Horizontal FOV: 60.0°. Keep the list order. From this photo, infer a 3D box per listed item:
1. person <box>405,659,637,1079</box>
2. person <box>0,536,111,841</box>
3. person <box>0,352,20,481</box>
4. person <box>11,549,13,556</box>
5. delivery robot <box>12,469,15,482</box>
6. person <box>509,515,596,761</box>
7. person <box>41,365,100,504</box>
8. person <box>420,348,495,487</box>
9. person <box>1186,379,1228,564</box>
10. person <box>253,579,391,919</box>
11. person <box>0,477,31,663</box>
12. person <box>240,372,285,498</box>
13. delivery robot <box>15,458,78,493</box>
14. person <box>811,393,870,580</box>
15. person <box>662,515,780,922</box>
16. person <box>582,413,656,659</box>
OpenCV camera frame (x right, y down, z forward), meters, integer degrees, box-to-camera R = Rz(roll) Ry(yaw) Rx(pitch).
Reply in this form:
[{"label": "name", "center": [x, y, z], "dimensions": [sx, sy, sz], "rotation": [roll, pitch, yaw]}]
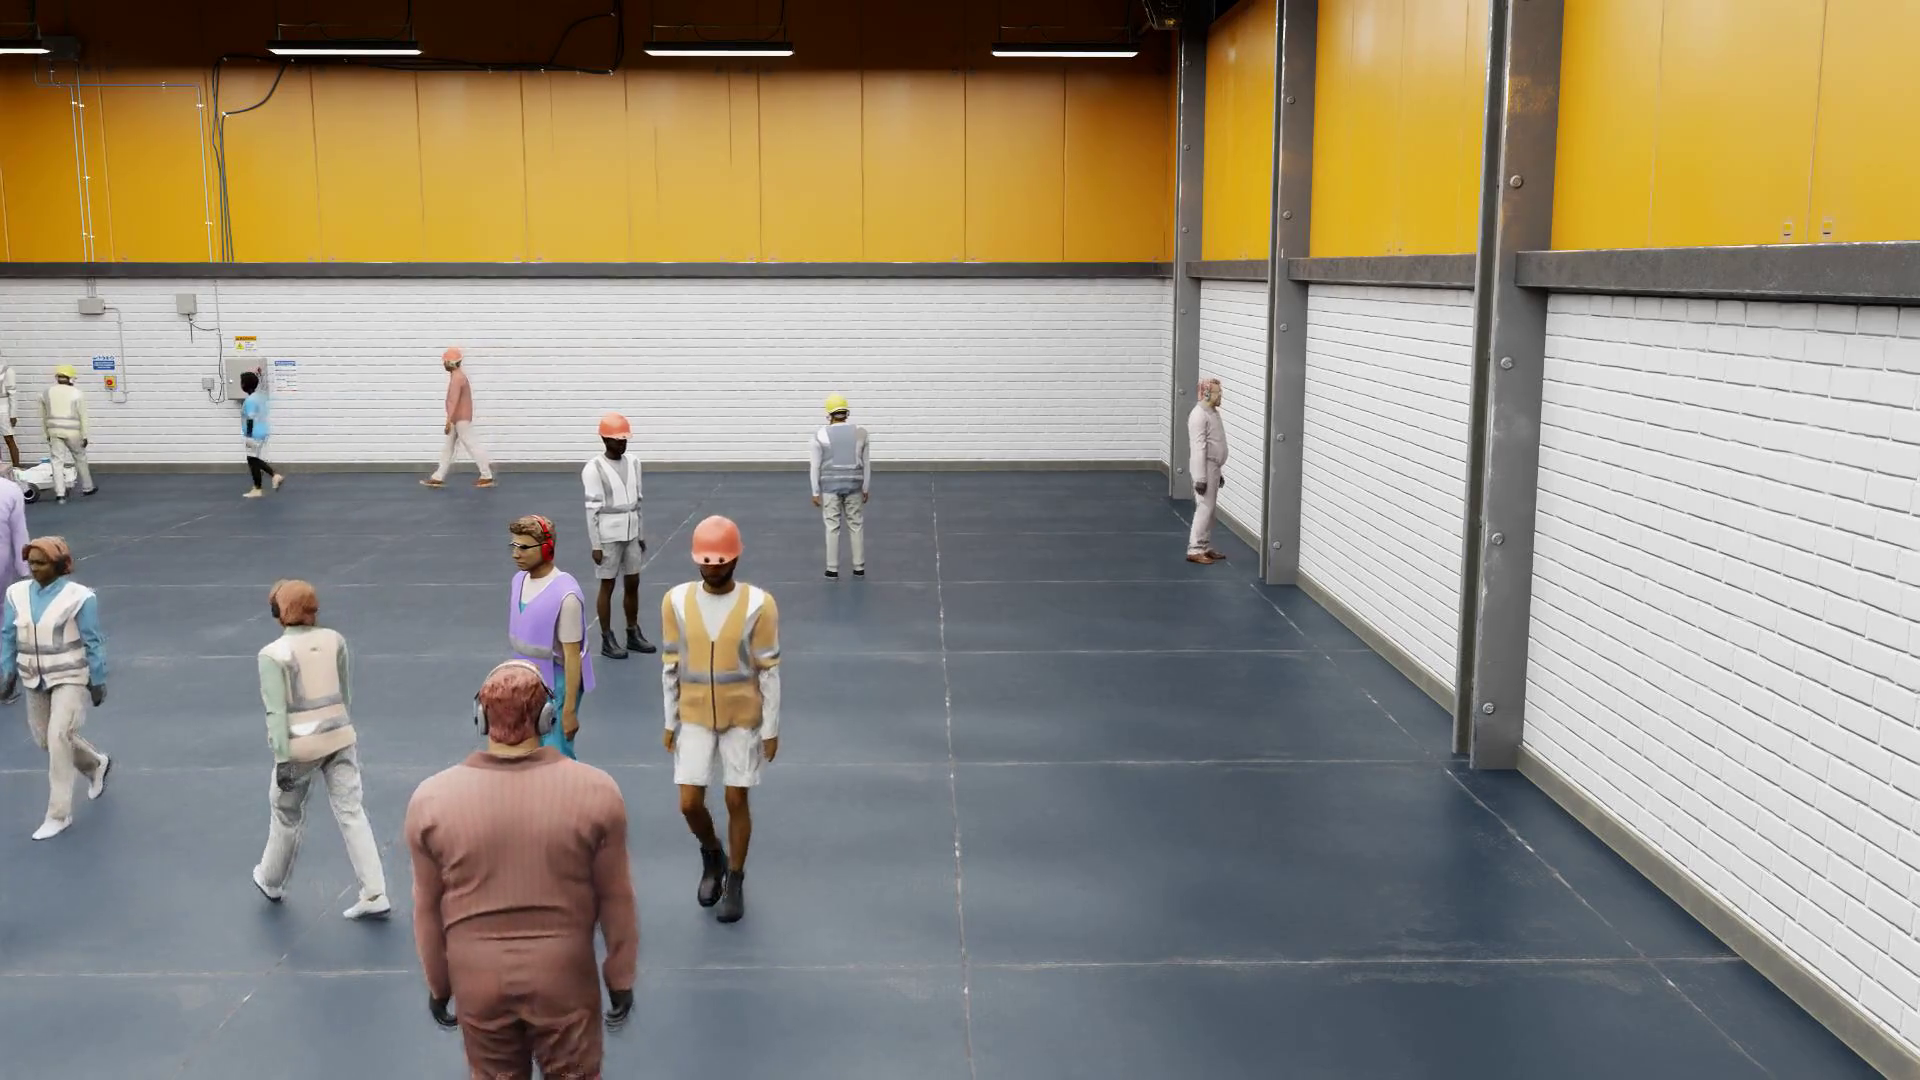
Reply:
[{"label": "person", "center": [-1.288, 1.301, 4.943], "dimensions": [0.647, 1.886, 0.665], "rotation": [-2, 9, -11]}, {"label": "person", "center": [-4.898, 0.757, 9.091], "dimensions": [0.518, 1.611, 0.721], "rotation": [1, 9, 9]}, {"label": "person", "center": [-13.692, -1.817, 23.605], "dimensions": [0.607, 2.033, 0.418], "rotation": [1, 9, 6]}, {"label": "person", "center": [-7.958, 0.063, 13.376], "dimensions": [0.568, 1.591, 0.732], "rotation": [-4, 10, -23]}, {"label": "delivery robot", "center": [-12.681, -0.797, 21.566], "dimensions": [0.707, 0.478, 0.477], "rotation": [-1, 9, -9]}, {"label": "person", "center": [-2.036, 0.777, 8.298], "dimensions": [0.386, 1.836, 0.567], "rotation": [-8, 12, -39]}, {"label": "person", "center": [-11.652, -1.391, 21.739], "dimensions": [0.621, 1.772, 0.907], "rotation": [-1, 9, -6]}, {"label": "person", "center": [-6.968, -1.680, 23.042], "dimensions": [1.020, 1.941, 0.638], "rotation": [-2, 10, -13]}, {"label": "person", "center": [2.576, -0.710, 17.241], "dimensions": [0.408, 1.903, 0.668], "rotation": [3, 10, 19]}, {"label": "person", "center": [-3.049, 0.979, 7.784], "dimensions": [0.881, 1.583, 0.555], "rotation": [5, 11, 29]}, {"label": "person", "center": [-6.990, 0.196, 11.796], "dimensions": [0.664, 1.852, 0.986], "rotation": [-8, 12, -40]}, {"label": "person", "center": [-9.299, -1.388, 22.015], "dimensions": [0.428, 1.683, 0.545], "rotation": [-2, 9, -11]}, {"label": "delivery robot", "center": [-11.941, -0.826, 21.747], "dimensions": [0.707, 0.478, 0.477], "rotation": [-5, 11, -29]}, {"label": "person", "center": [-1.165, -0.512, 16.233], "dimensions": [0.594, 1.830, 0.403], "rotation": [-3, 10, -16]}, {"label": "person", "center": [-1.113, 0.831, 7.700], "dimensions": [0.565, 1.918, 0.413], "rotation": [0, 9, 3]}, {"label": "person", "center": [-2.661, -0.032, 12.968], "dimensions": [0.388, 1.932, 0.549], "rotation": [7, 11, 36]}]
